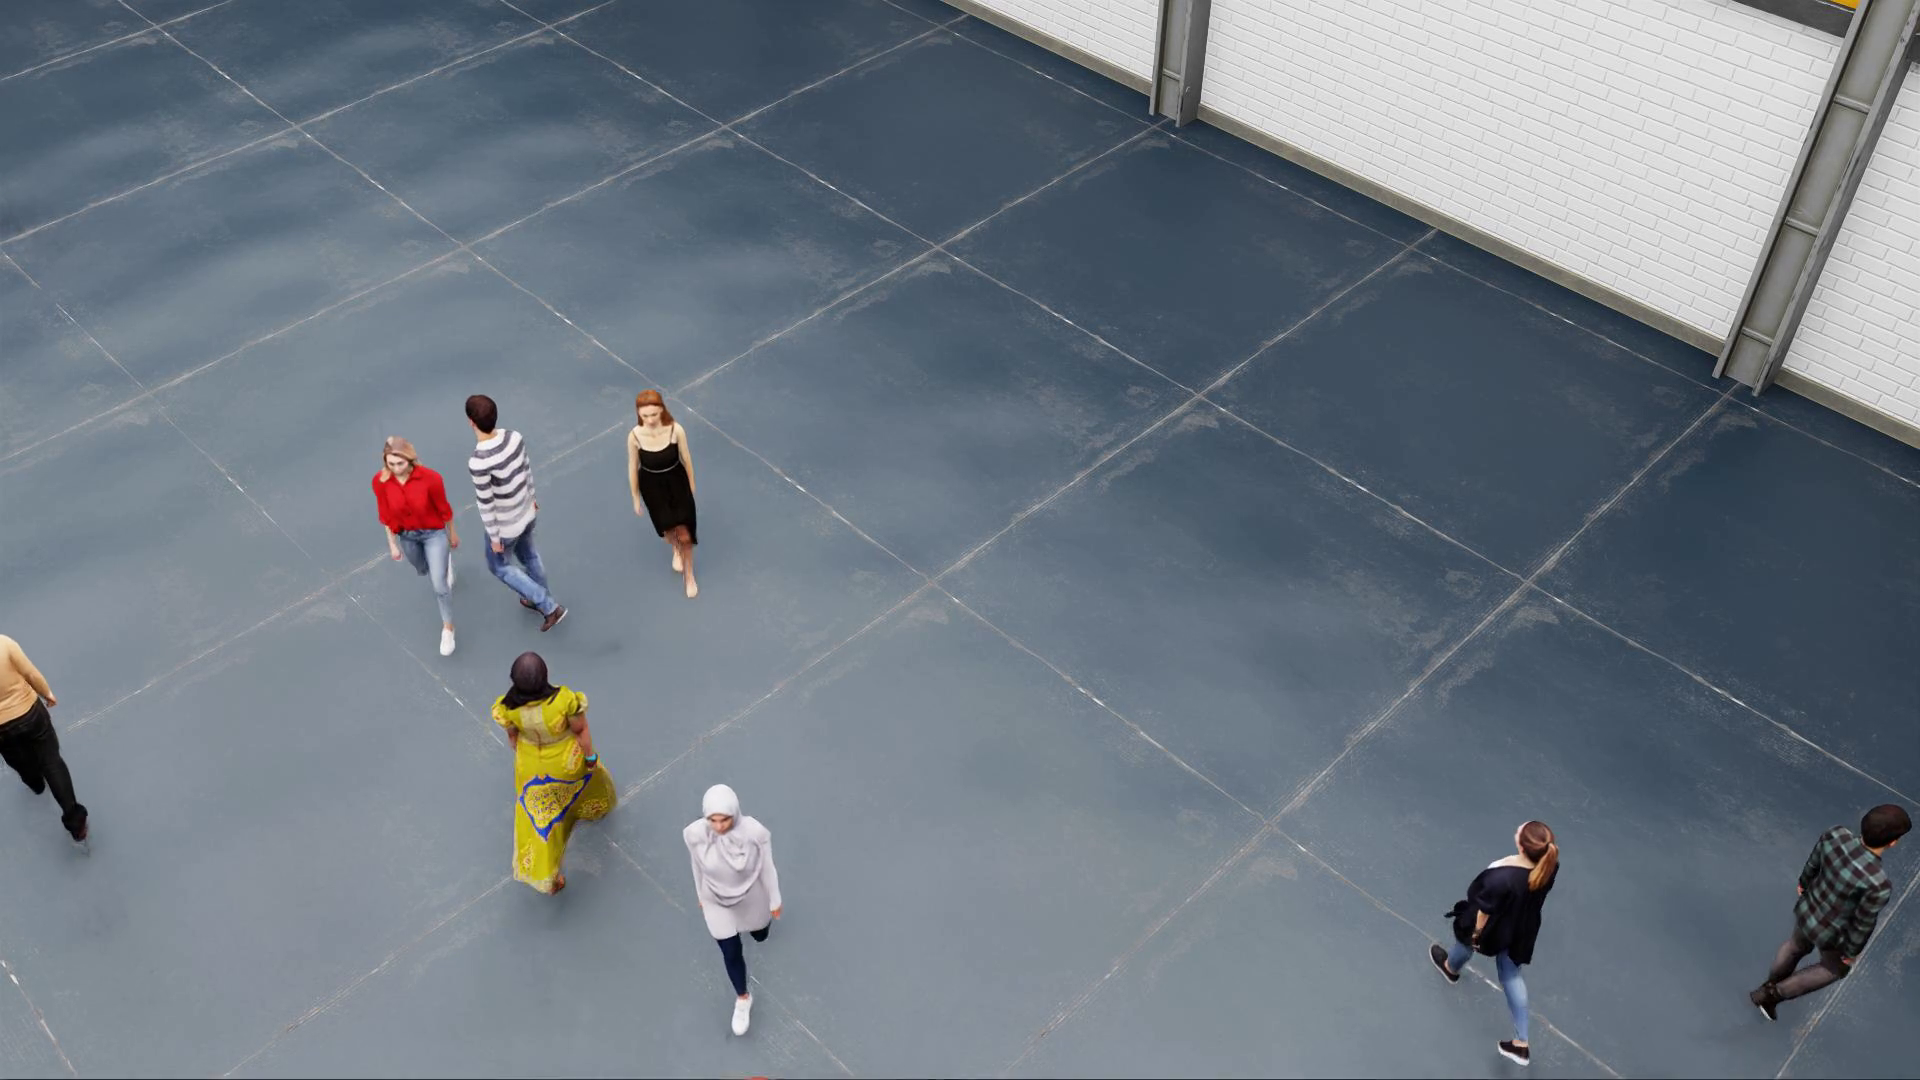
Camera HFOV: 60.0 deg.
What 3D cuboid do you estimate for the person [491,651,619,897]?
[{"bbox_3d":[-2.350,1.337,9.568,1.282,1.621,1.416,-4,44,-5],"label":"person"}]

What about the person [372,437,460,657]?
[{"bbox_3d":[-3.549,-0.073,10.999,1.024,1.687,1.121,-3,44,-4],"label":"person"}]

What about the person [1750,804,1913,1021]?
[{"bbox_3d":[4.580,2.010,8.858,0.881,1.704,0.829,-9,44,-9],"label":"person"}]

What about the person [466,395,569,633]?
[{"bbox_3d":[-2.886,-0.114,10.947,0.937,1.819,0.829,16,46,16],"label":"person"}]

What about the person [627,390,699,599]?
[{"bbox_3d":[-2.031,-0.418,11.422,0.801,1.603,0.894,-7,44,-7],"label":"person"}]

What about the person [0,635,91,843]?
[{"bbox_3d":[-5.550,1.099,9.741,0.814,1.727,1.215,-25,49,-24],"label":"person"}]

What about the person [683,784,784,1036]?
[{"bbox_3d":[-1.180,1.853,8.931,1.058,1.753,1.100,2,44,2],"label":"person"}]

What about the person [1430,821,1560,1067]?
[{"bbox_3d":[2.898,2.098,8.746,0.957,1.652,1.196,-12,45,-13],"label":"person"}]
